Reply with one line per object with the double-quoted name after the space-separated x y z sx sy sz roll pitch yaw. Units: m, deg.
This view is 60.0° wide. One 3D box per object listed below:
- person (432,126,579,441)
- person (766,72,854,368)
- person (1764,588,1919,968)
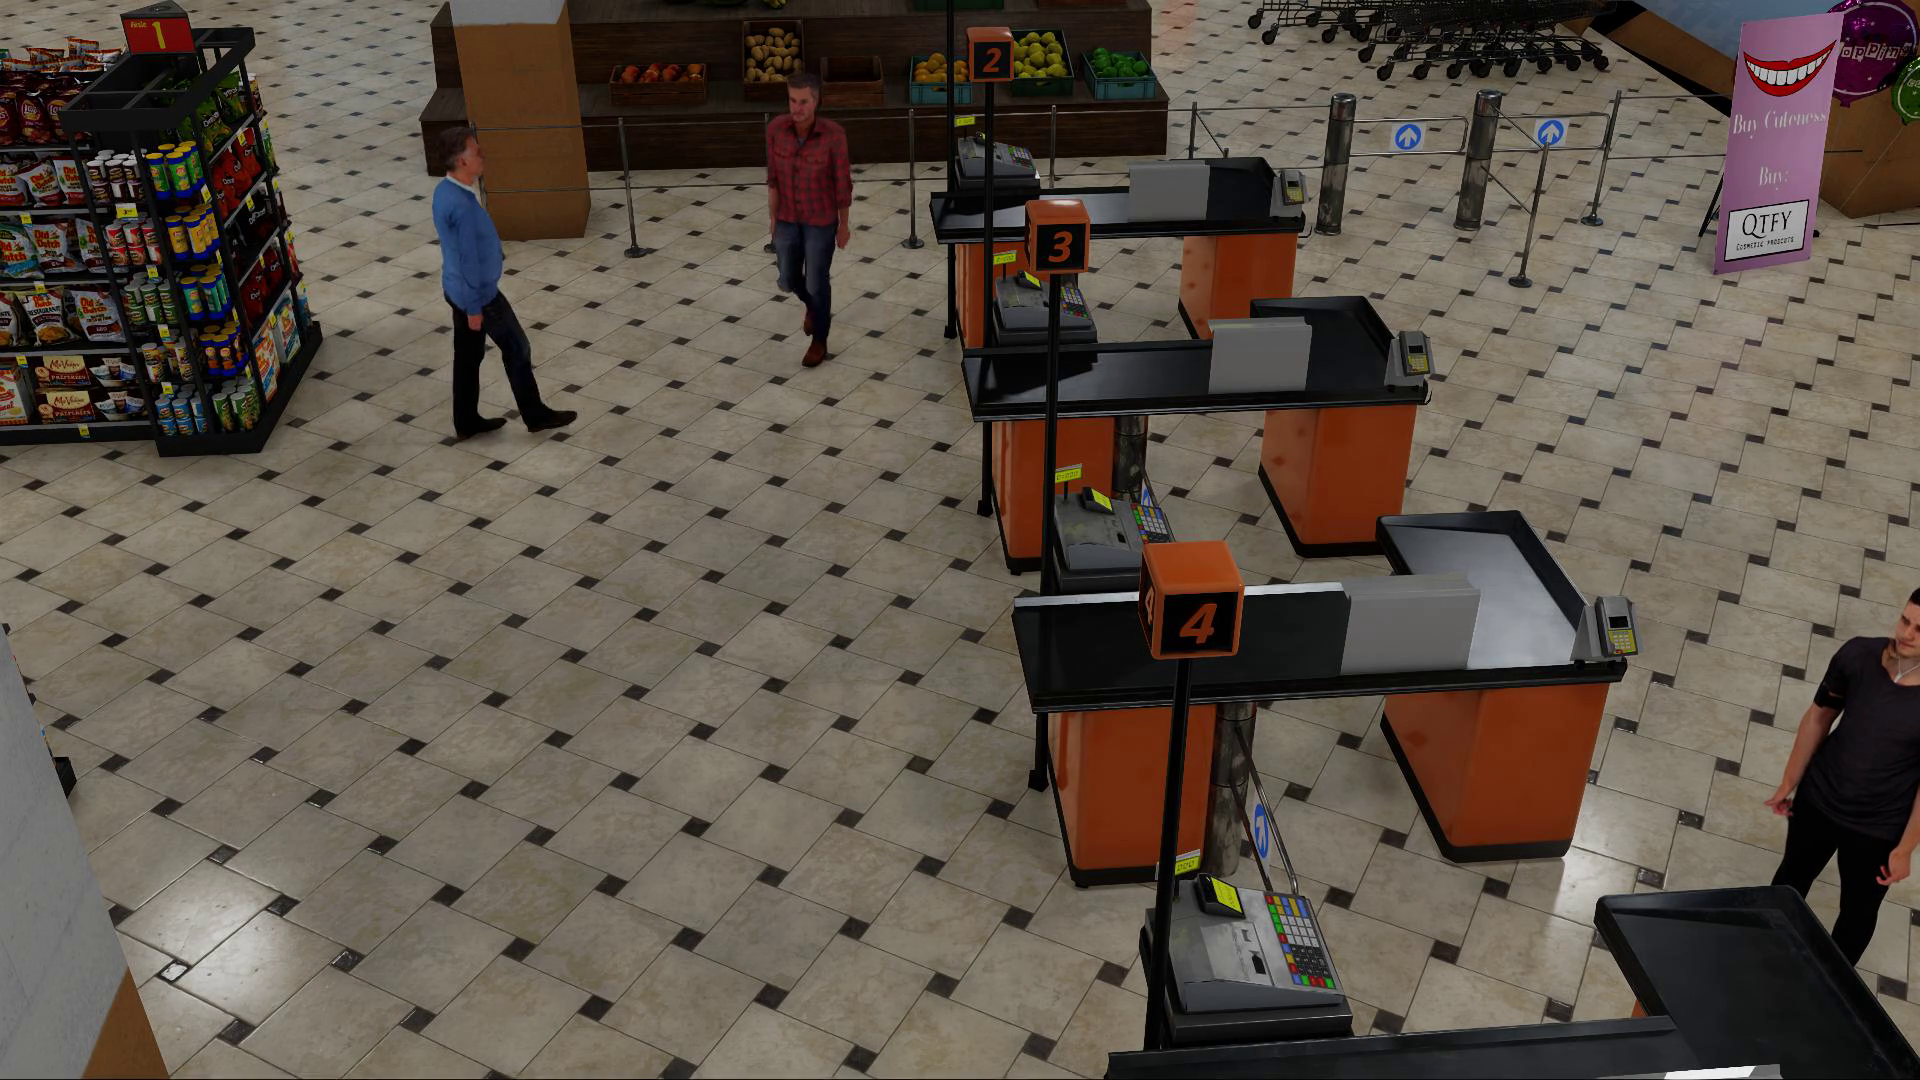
-2.751 -1.362 9.148 1.019 1.798 0.883 -17 36 -25 "person"
-0.893 -1.981 10.133 0.874 1.808 0.904 9 33 15 "person"
3.004 0.890 5.561 0.726 1.764 0.724 -20 37 -29 "person"
